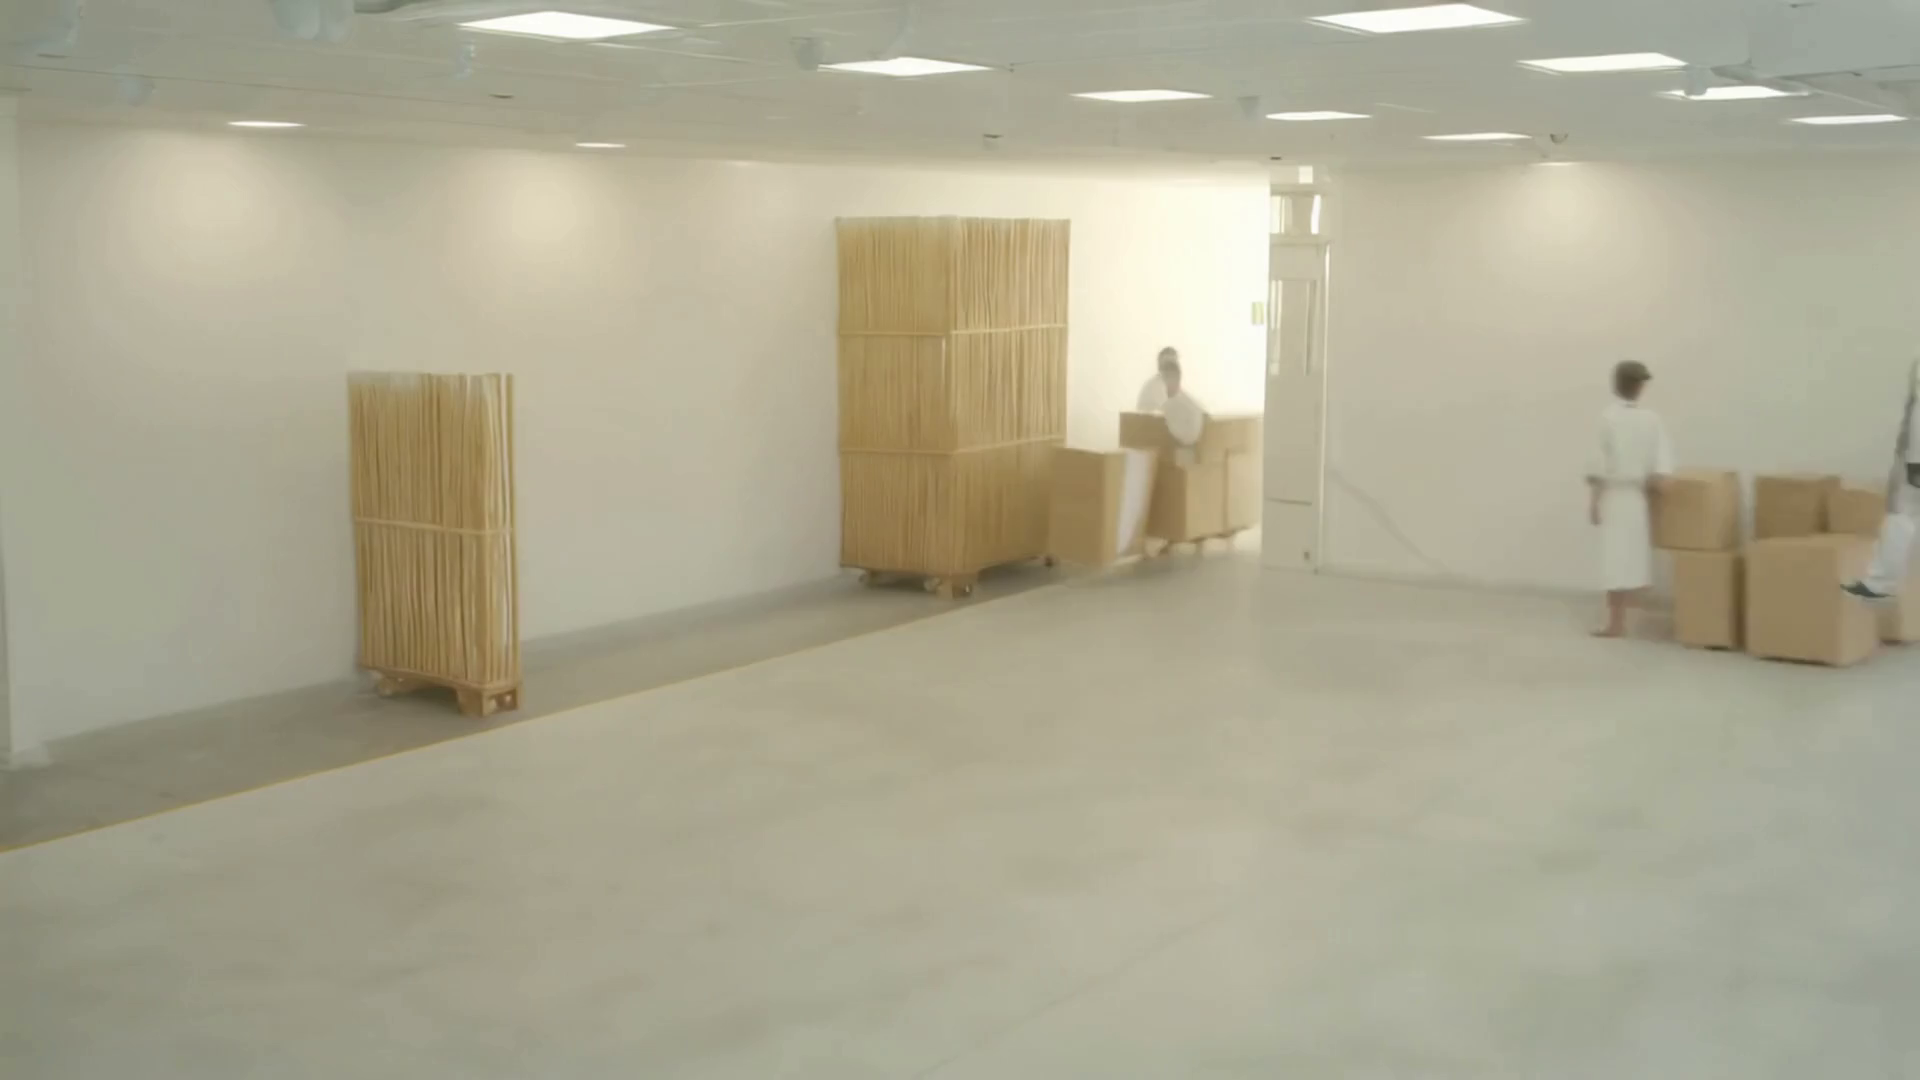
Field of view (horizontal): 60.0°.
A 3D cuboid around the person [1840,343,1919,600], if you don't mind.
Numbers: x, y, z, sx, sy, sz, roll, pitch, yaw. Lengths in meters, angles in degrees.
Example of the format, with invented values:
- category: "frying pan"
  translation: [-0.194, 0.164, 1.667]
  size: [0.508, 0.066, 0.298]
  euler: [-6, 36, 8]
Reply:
- category: "person"
  translation: [5.472, -0.522, 9.234]
  size: [0.647, 1.863, 0.943]
  euler: [-3, 10, -16]
